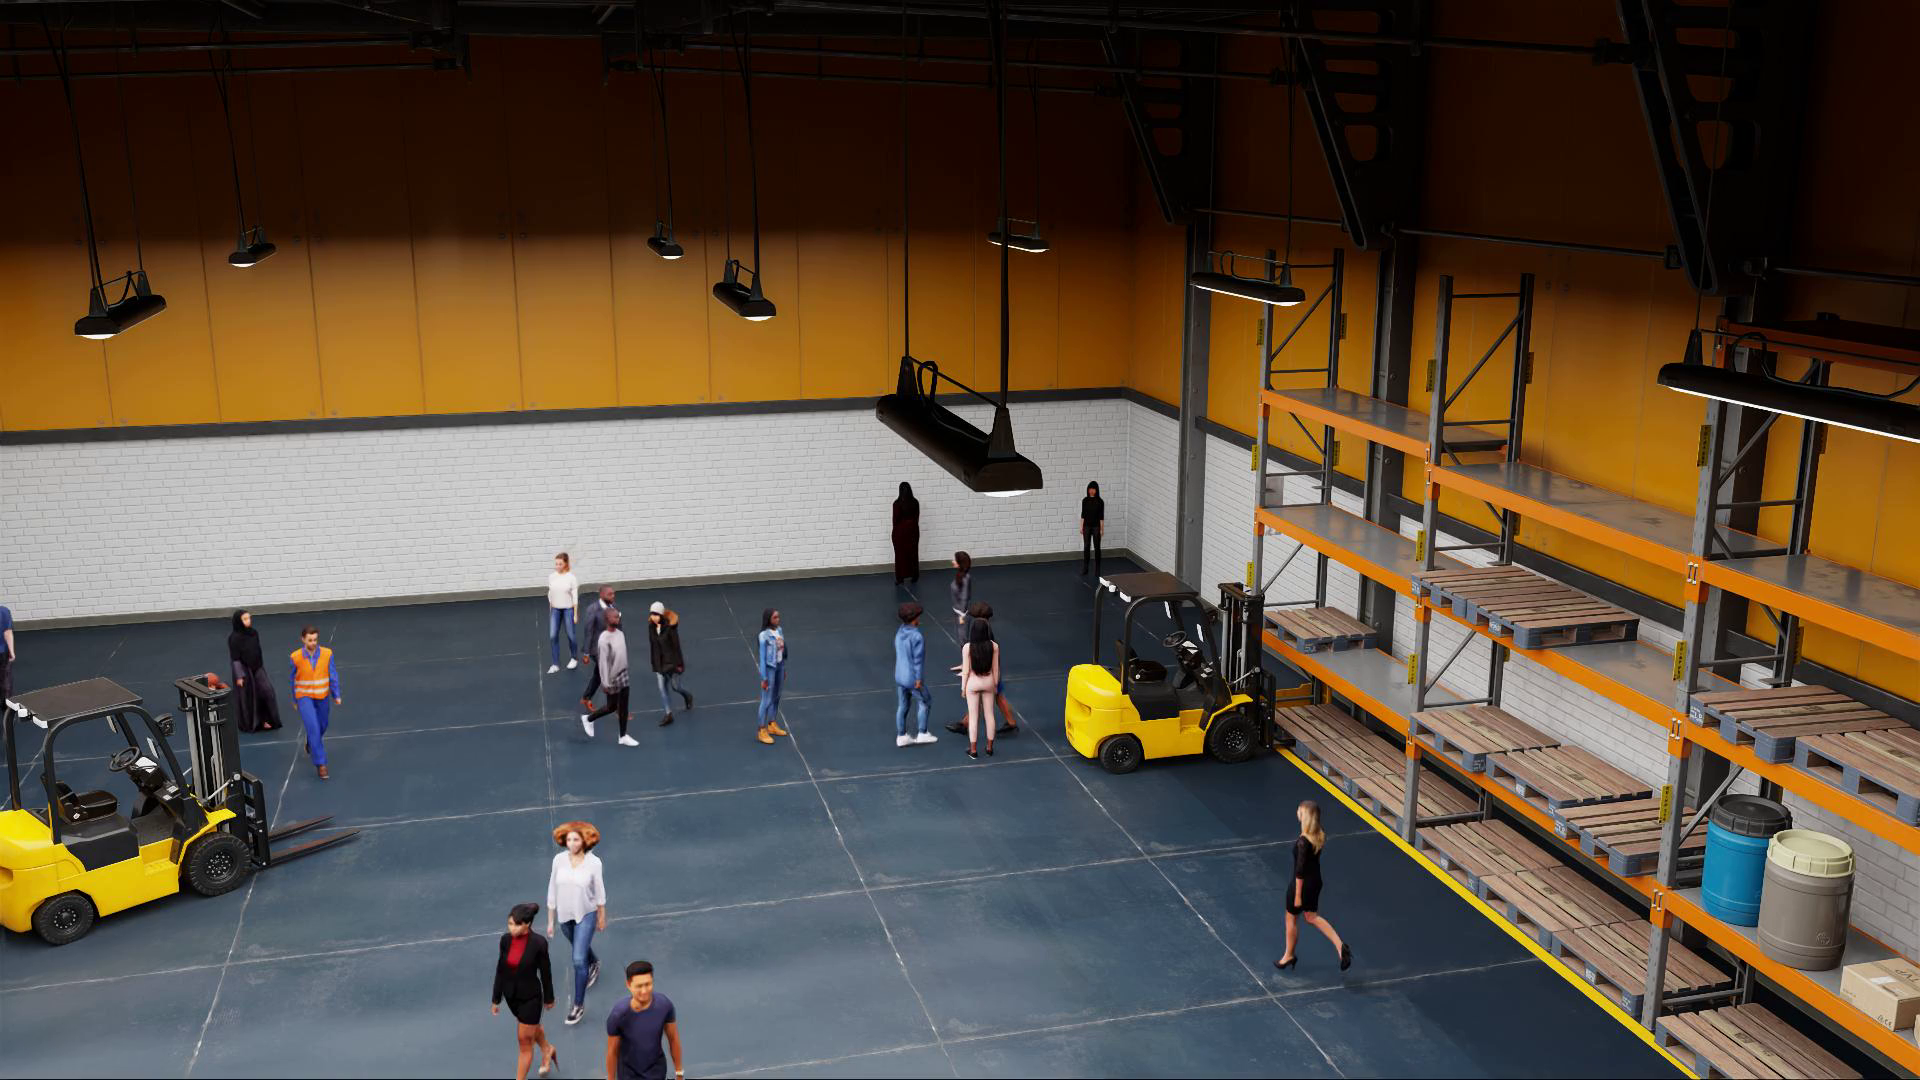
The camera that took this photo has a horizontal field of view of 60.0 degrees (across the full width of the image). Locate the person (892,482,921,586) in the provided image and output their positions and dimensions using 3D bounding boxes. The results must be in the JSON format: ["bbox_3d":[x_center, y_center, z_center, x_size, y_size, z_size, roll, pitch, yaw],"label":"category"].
[{"bbox_3d":[-0.893,-0.112,27.838,0.742,1.758,0.728,-9,16,-32],"label":"person"}]

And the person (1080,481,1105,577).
[{"bbox_3d":[2.276,-0.218,28.524,0.640,1.641,0.674,5,15,21],"label":"person"}]

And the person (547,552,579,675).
[{"bbox_3d":[-5.530,1.003,23.360,0.860,1.696,1.008,3,14,11],"label":"person"}]

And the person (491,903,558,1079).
[{"bbox_3d":[-3.351,3.581,12.954,0.945,1.584,1.109,5,14,18],"label":"person"}]

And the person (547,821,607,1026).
[{"bbox_3d":[-3.266,3.190,14.360,1.005,1.682,1.245,3,14,13],"label":"person"}]

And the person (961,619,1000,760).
[{"bbox_3d":[0.248,1.784,20.085,0.610,1.721,0.520,-4,14,-15],"label":"person"}]

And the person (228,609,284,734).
[{"bbox_3d":[-9.006,1.639,20.924,0.979,1.607,0.920,8,16,29],"label":"person"}]

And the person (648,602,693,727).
[{"bbox_3d":[-3.697,1.551,21.277,0.947,1.613,1.033,5,14,18],"label":"person"}]

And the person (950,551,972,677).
[{"bbox_3d":[0.043,1.009,23.191,0.664,1.765,0.447,-4,14,-17],"label":"person"}]

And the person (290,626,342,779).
[{"bbox_3d":[-7.635,1.863,19.549,0.948,1.820,1.196,-9,16,-34],"label":"person"}]

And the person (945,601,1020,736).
[{"bbox_3d":[0.433,1.630,20.694,0.848,1.733,1.142,-1,14,-4],"label":"person"}]

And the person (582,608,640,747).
[{"bbox_3d":[-4.321,1.683,20.425,1.018,1.757,1.014,5,15,20],"label":"person"}]

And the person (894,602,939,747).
[{"bbox_3d":[-0.688,1.676,20.395,0.878,1.784,0.803,-9,16,-33],"label":"person"}]

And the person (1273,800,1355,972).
[{"bbox_3d":[3.137,3.116,14.721,1.036,1.657,0.916,10,17,35],"label":"person"}]

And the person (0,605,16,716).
[{"bbox_3d":[-12.232,1.479,21.070,0.775,1.849,1.030,-6,15,-24],"label":"person"}]

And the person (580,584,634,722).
[{"bbox_3d":[-4.666,1.439,21.417,1.284,1.764,1.213,9,16,33],"label":"person"}]

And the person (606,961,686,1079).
[{"bbox_3d":[-2.277,3.763,11.830,0.817,1.760,1.074,-7,15,-26],"label":"person"}]

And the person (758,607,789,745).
[{"bbox_3d":[-2.347,1.657,20.644,0.764,1.705,0.689,6,15,24],"label":"person"}]
